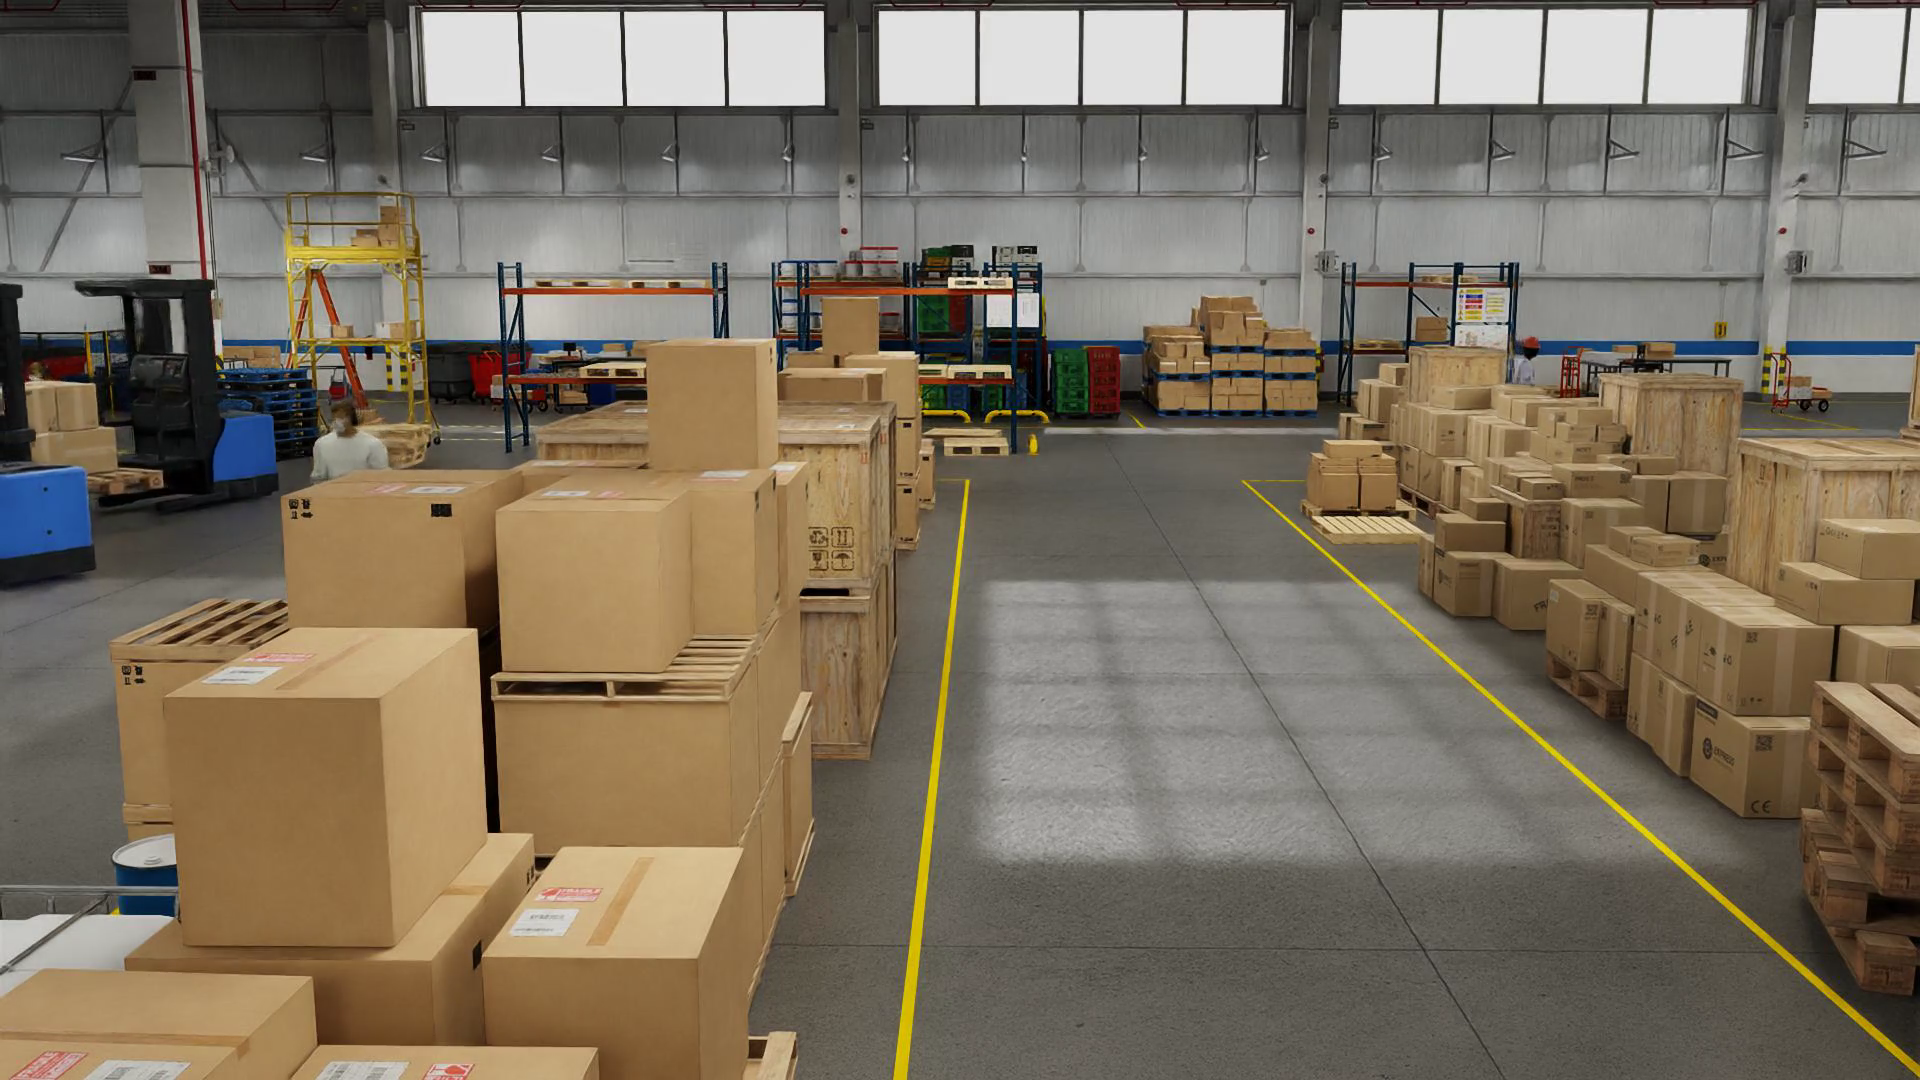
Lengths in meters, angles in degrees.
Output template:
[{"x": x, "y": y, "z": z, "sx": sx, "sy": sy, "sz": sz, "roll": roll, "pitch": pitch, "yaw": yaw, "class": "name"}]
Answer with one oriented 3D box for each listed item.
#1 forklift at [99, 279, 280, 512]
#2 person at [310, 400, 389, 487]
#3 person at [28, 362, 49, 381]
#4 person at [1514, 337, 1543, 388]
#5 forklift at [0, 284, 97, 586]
[{"x": -9.680, "y": -1.866, "z": 20.813, "sx": 1.129, "sy": 2.768, "sz": 1.873, "roll": 4, "pitch": 10, "yaw": 25, "class": "forklift"}, {"x": -5.125, "y": -0.221, "z": 13.932, "sx": 0.619, "sy": 1.881, "sz": 0.993, "roll": 2, "pitch": 10, "yaw": 13, "class": "person"}, {"x": -10.894, "y": -1.196, "z": 19.883, "sx": 0.639, "sy": 1.857, "sz": 1.088, "roll": 1, "pitch": 10, "yaw": 6, "class": "person"}, {"x": 8.782, "y": -2.164, "z": 25.558, "sx": 0.980, "sy": 1.885, "sz": 0.575, "roll": 2, "pitch": 10, "yaw": 12, "class": "person"}, {"x": -9.383, "y": -1.046, "z": 15.903, "sx": 1.873, "sy": 2.768, "sz": 1.129, "roll": 6, "pitch": 11, "yaw": 30, "class": "forklift"}]
